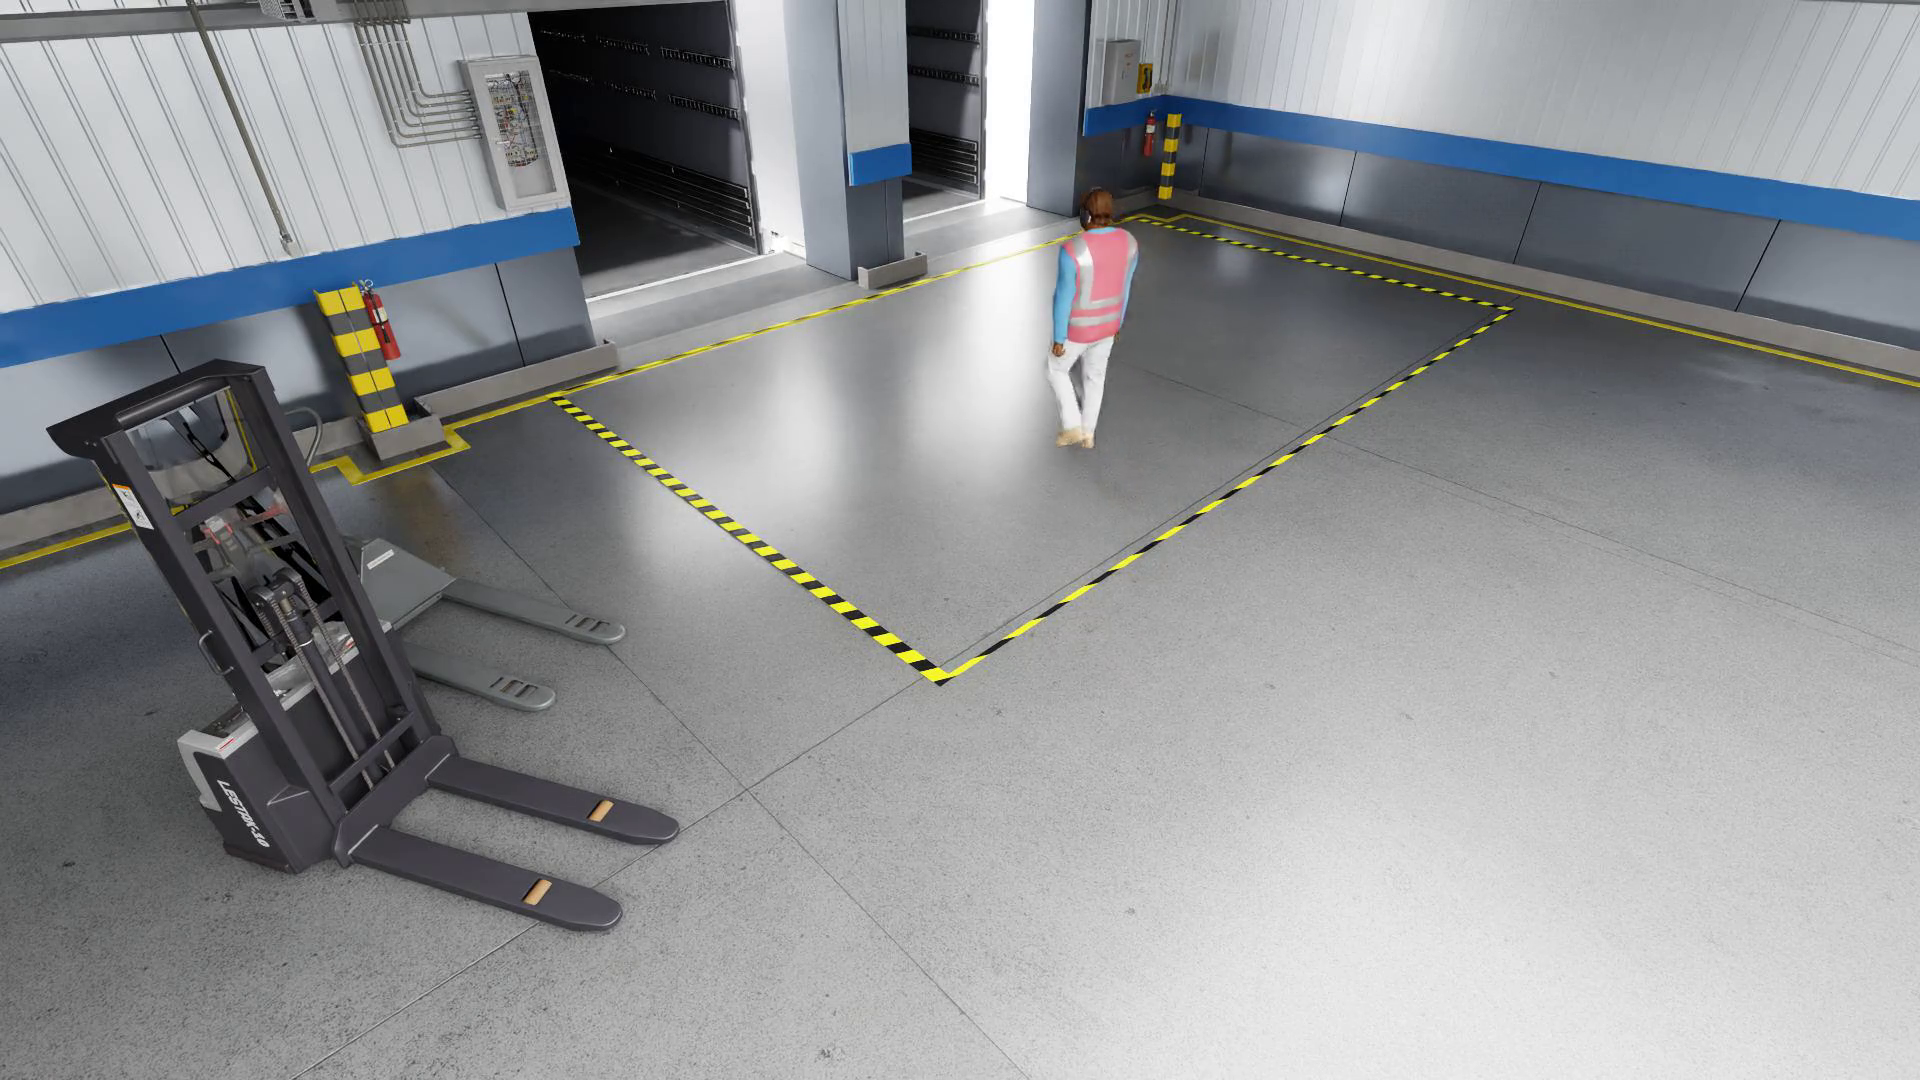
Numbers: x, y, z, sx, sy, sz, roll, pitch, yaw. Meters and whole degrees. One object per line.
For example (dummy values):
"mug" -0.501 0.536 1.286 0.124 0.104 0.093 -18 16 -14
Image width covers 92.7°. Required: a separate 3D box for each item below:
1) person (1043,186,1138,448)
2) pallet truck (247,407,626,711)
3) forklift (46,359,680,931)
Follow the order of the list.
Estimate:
"person" 0.871 -1.450 6.256 0.641 1.822 0.453 -16 37 -22
"pallet truck" -2.628 0.038 4.590 1.601 1.201 0.680 12 36 18
"forklift" -2.135 0.422 3.354 1.885 1.965 0.823 10 35 14
